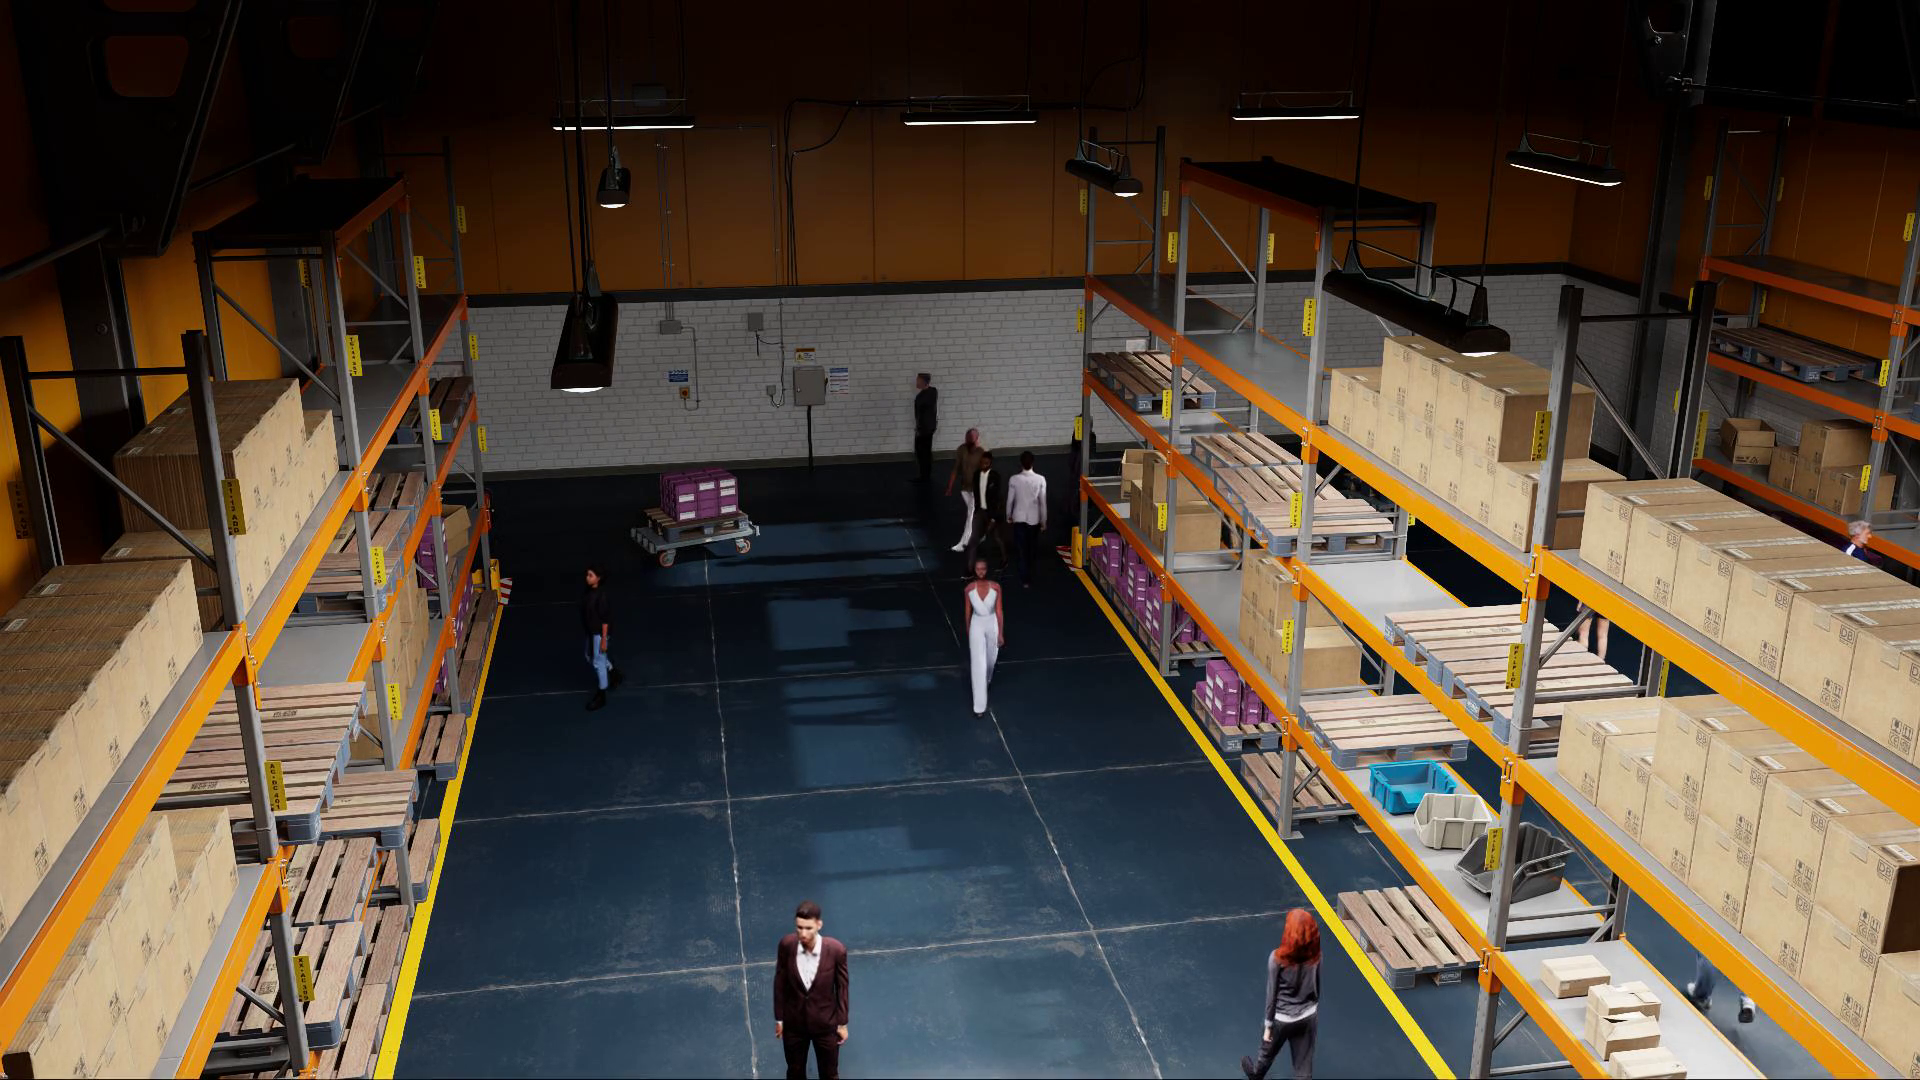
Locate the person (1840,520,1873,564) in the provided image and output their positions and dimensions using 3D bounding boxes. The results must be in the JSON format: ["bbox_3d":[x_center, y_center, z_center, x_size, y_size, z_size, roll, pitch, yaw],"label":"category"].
[{"bbox_3d":[10.510,0.625,19.698,0.763,1.838,0.721,15,24,37],"label":"person"}]

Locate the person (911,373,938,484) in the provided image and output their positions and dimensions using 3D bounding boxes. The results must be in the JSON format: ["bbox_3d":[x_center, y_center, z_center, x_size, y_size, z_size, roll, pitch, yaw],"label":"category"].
[{"bbox_3d":[-0.576,-1.860,27.099,0.910,1.826,0.769,14,23,35],"label":"person"}]

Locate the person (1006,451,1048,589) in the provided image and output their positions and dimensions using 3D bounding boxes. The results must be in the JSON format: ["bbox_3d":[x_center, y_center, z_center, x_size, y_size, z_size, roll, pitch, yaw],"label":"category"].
[{"bbox_3d":[0.894,-0.236,22.317,0.744,1.800,1.196,-2,19,-5],"label":"person"}]

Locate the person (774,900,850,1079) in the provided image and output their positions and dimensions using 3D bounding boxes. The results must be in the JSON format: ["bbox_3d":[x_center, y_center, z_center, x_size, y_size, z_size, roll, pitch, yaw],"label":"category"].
[{"bbox_3d":[-1.037,3.340,11.594,0.747,1.865,0.706,2,19,6],"label":"person"}]

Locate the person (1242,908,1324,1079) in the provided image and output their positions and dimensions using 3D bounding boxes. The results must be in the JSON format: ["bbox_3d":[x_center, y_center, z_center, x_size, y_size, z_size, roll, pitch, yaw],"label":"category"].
[{"bbox_3d":[2.340,3.423,11.563,0.624,1.728,1.127,-4,19,-11],"label":"person"}]

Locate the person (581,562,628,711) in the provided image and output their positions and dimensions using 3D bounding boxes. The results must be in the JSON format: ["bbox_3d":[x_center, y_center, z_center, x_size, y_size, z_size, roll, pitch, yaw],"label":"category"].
[{"bbox_3d":[-4.008,1.043,18.699,0.863,1.684,0.853,-13,23,-35],"label":"person"}]

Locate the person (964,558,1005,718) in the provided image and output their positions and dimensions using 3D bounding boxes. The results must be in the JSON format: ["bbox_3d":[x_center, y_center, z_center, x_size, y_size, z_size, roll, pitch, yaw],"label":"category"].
[{"bbox_3d":[0.278,1.036,18.627,0.670,1.744,1.120,-1,19,-4],"label":"person"}]

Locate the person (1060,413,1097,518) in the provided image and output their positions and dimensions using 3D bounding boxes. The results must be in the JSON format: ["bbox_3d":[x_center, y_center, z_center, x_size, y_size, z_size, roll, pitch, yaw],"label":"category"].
[{"bbox_3d":[1.792,-1.148,25.339,1.020,1.599,1.177,-13,23,-35],"label":"person"}]

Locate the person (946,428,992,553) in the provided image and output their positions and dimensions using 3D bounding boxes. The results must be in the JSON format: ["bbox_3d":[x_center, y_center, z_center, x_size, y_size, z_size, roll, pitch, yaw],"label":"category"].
[{"bbox_3d":[0.232,-0.740,23.835,1.200,1.786,1.223,15,24,38],"label":"person"}]

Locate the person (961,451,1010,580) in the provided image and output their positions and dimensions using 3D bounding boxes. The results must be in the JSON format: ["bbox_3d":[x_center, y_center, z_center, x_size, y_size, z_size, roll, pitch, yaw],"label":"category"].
[{"bbox_3d":[0.443,-0.348,22.722,1.118,1.754,1.215,12,22,32],"label":"person"}]
